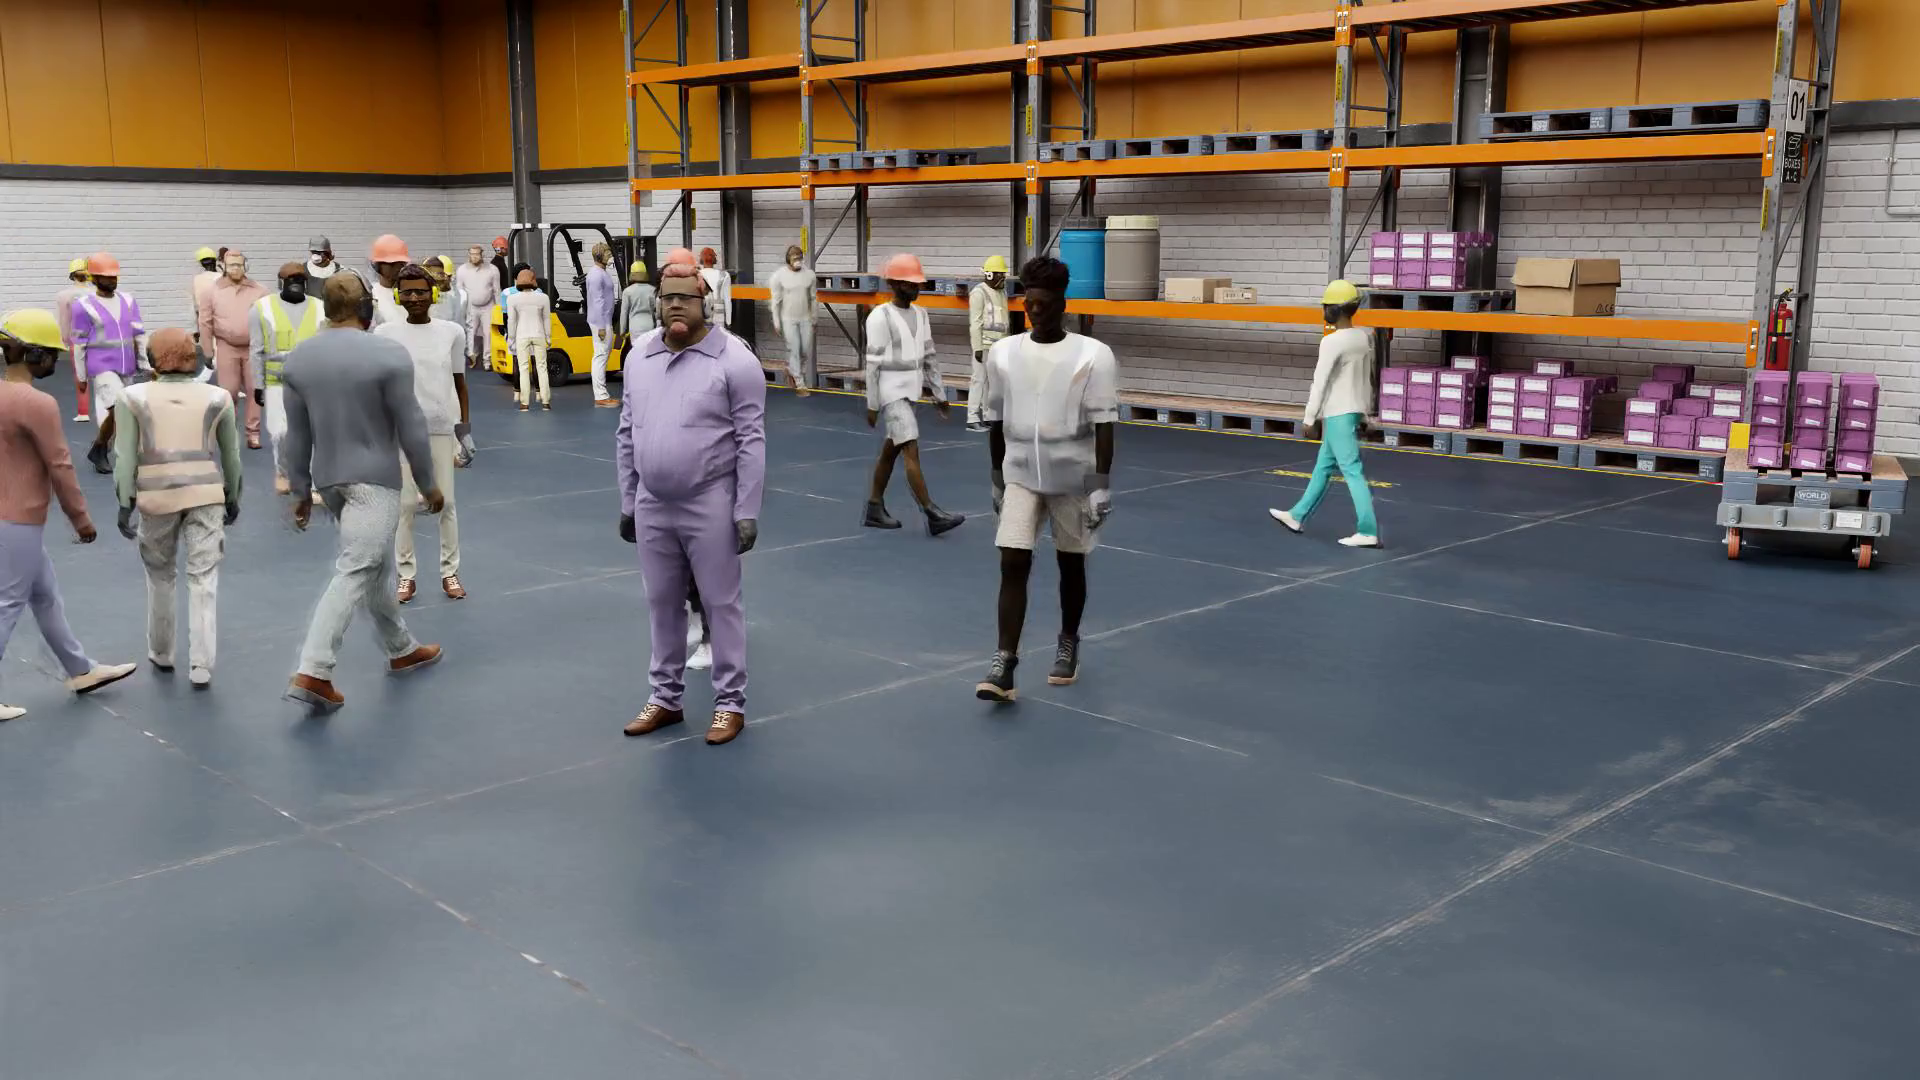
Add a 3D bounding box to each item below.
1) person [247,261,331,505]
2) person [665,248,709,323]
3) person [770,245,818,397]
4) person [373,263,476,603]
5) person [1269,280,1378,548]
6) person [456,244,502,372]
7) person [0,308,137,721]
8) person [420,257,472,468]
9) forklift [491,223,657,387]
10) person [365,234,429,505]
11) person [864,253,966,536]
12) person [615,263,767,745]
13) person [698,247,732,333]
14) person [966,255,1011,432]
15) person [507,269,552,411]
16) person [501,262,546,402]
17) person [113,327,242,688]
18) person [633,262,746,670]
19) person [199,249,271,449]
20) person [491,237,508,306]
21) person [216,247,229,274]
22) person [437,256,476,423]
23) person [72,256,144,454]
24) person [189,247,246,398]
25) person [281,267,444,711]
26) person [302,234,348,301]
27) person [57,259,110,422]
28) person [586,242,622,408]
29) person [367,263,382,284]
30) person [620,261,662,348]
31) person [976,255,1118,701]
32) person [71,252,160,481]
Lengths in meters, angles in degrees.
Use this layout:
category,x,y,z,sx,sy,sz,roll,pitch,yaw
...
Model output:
category,x,y,z,sx,sy,sz,roll,pitch,yaw
person,-5.009,-1.181,12.556,0.645,1.831,0.502,-6,12,-29
person,-2.338,-1.455,13.835,0.699,1.912,0.547,-3,11,-15
person,-2.104,-2.754,20.935,0.654,1.907,0.643,-6,12,-29
person,-2.964,-0.586,9.210,0.530,1.869,0.311,-4,11,-20
person,2.412,-0.831,10.920,0.877,1.717,0.547,8,13,38
person,-7.134,-3.440,24.722,0.661,1.894,0.416,-2,11,-12
person,-3.895,-0.102,6.996,0.544,1.719,0.791,8,13,38
person,-4.643,-1.560,14.606,0.842,1.847,0.521,9,14,40
forklift,-5.316,-3.263,22.920,2.313,2.155,1.214,-10,14,-44
person,-4.105,-1.202,12.140,0.445,2.022,0.636,9,14,40
person,-0.312,-0.973,11.243,0.960,1.888,0.568,7,13,35
person,-1.099,-0.140,6.660,0.651,1.913,0.409,4,11,20
person,-3.229,-2.820,21.411,0.591,1.872,0.371,0,10,1
person,0.320,-2.029,17.240,0.415,1.821,0.608,7,13,34
person,-4.966,-2.303,19.211,0.497,1.633,0.279,-4,11,-22
person,-5.294,-2.520,20.224,0.530,1.696,0.322,-1,10,-4
person,-3.563,-0.164,7.594,0.543,1.603,0.758,-6,12,-31
person,-1.250,-0.349,7.831,0.632,1.898,0.460,4,11,20
person,-6.867,-1.818,15.854,0.663,1.890,0.589,-6,12,-30
person,-7.568,-4.003,27.496,0.396,1.992,0.622,-2,11,-9
person,-12.127,-3.968,27.812,0.761,1.817,0.535,-5,12,-25
person,-4.998,-1.837,16.149,0.587,1.826,0.404,-6,12,-31
person,-7.791,-1.677,15.215,0.587,1.847,0.473,-4,11,-20
person,-9.157,-2.635,20.338,0.611,1.885,0.844,4,11,21
person,-2.672,-0.238,7.281,0.628,1.898,1.051,4,11,23
person,-7.607,-2.636,19.919,0.682,2.000,0.536,-5,11,-25
person,-9.507,-2.163,18.092,0.522,1.768,0.312,-10,14,-43
person,-4.213,-2.532,19.632,0.365,1.939,0.636,-1,10,-7
person,-9.415,-3.900,27.190,0.506,1.900,0.640,5,11,24
person,-4.042,-2.662,21.009,0.491,1.690,0.891,-7,13,-35
person,0.357,-0.251,7.205,0.625,1.920,0.957,4,11,19
person,-7.096,-1.442,13.827,0.966,1.904,0.540,5,12,27
